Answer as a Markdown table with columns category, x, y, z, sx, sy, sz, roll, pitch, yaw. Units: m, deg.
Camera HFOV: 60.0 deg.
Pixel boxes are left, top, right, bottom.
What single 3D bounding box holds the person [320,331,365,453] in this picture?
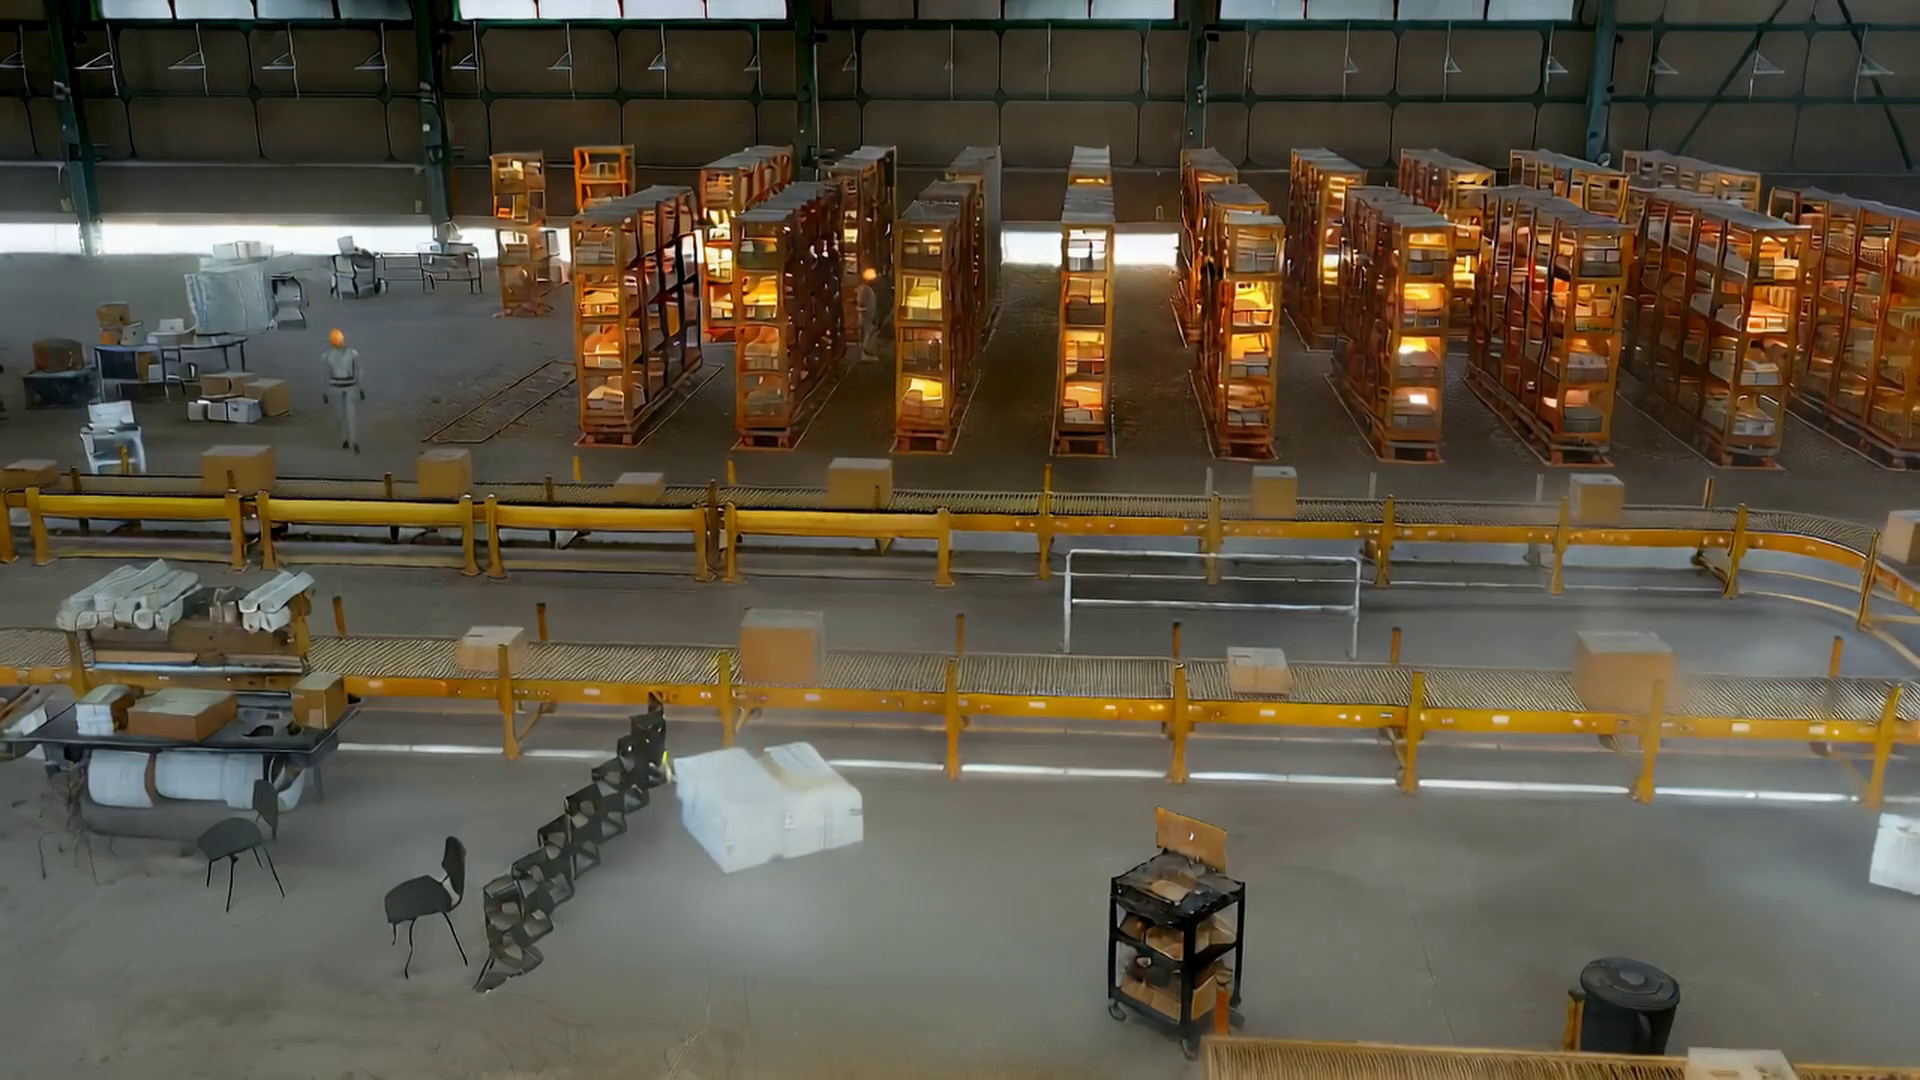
| category | x | y | z | sx | sy | sz | roll | pitch | yaw |
| --- | --- | --- | --- | --- | --- | --- | --- | --- | --- |
| person | -9.542 | -2.282 | 25.695 | 0.650 | 1.895 | 0.985 | -6 | 19 | -20 |

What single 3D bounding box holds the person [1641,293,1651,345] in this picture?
| category | x | y | z | sx | sy | sz | roll | pitch | yaw |
| --- | --- | --- | --- | --- | --- | --- | --- | --- | --- |
| person | 13.039 | -4.069 | 31.486 | 0.432 | 1.830 | 0.563 | 0 | 17 | 1 |

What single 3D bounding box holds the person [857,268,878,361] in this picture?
| category | x | y | z | sx | sy | sz | roll | pitch | yaw |
| --- | --- | --- | --- | --- | --- | --- | --- | --- | --- |
| person | -1.806 | -4.428 | 32.640 | 0.406 | 1.824 | 0.585 | -9 | 20 | -26 |
